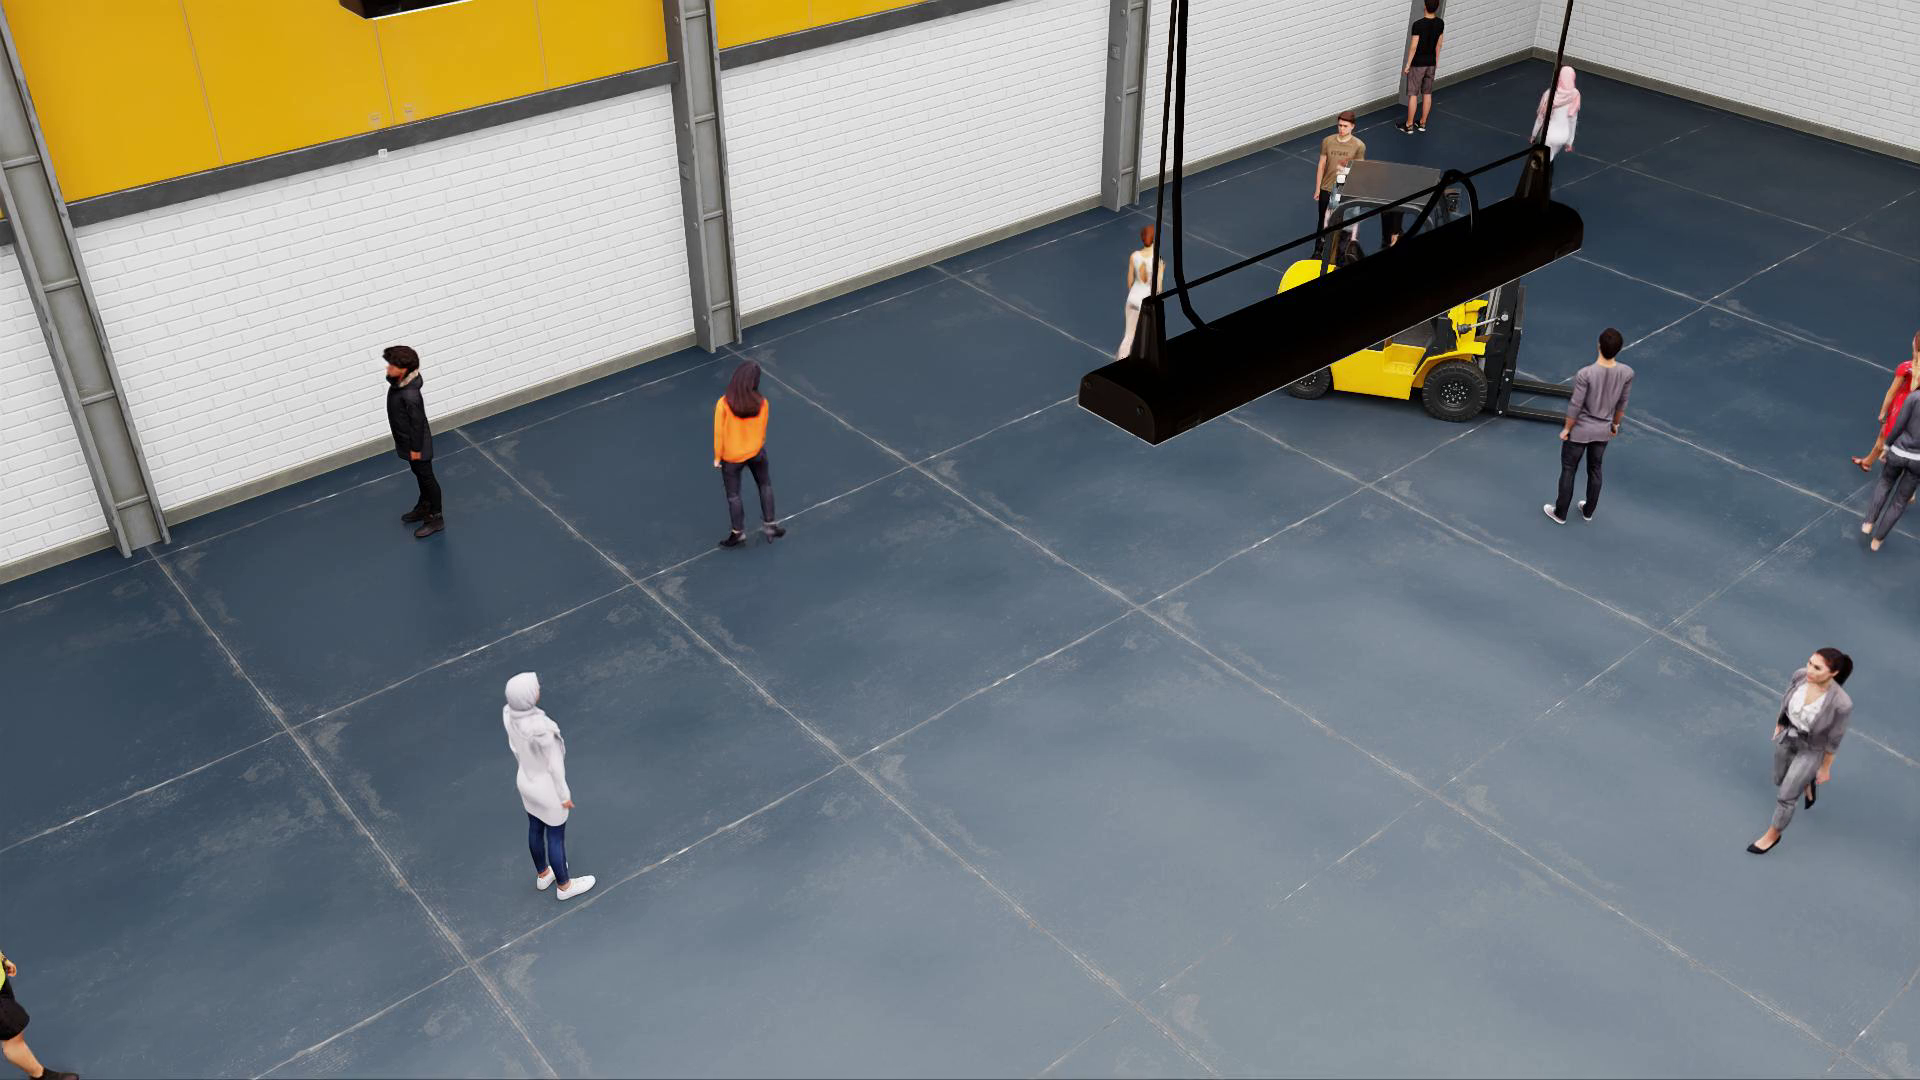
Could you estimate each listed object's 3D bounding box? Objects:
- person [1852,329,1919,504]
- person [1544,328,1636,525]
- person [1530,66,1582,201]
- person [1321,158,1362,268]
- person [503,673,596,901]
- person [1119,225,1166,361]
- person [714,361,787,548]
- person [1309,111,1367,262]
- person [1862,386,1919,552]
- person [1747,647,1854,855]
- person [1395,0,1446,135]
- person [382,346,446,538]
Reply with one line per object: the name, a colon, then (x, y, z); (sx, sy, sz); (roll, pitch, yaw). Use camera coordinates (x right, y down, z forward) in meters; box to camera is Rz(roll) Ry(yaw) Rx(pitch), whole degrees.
person: (8.479, -1.069, 14.849); (1.120, 1.543, 0.991); (-6, 34, -9)
person: (5.480, -0.984, 14.440); (0.684, 1.853, 0.808); (-4, 34, -6)
person: (7.283, -4.843, 20.321); (0.800, 1.771, 0.858); (-4, 34, -7)
person: (4.202, -3.321, 18.067); (0.634, 1.731, 0.609); (-23, 40, -30)
person: (-2.686, 1.577, 10.659); (0.642, 1.775, 0.579); (25, 41, 32)
person: (1.801, -2.328, 16.696); (0.836, 1.595, 1.130); (16, 37, 23)
person: (-1.851, -0.703, 14.135); (0.816, 1.725, 0.570); (27, 42, 34)
person: (4.315, -3.998, 18.978); (0.749, 1.851, 0.724); (14, 36, 20)
person: (8.033, -0.660, 14.055); (0.716, 1.742, 0.738); (18, 38, 25)
person: (5.678, 1.372, 11.078); (1.019, 1.653, 0.816); (-15, 37, -22)
person: (6.332, -6.512, 22.750); (0.678, 1.862, 0.824); (-10, 35, -14)
person: (-4.714, -0.887, 14.361); (0.643, 1.781, 0.646); (-19, 38, -26)
